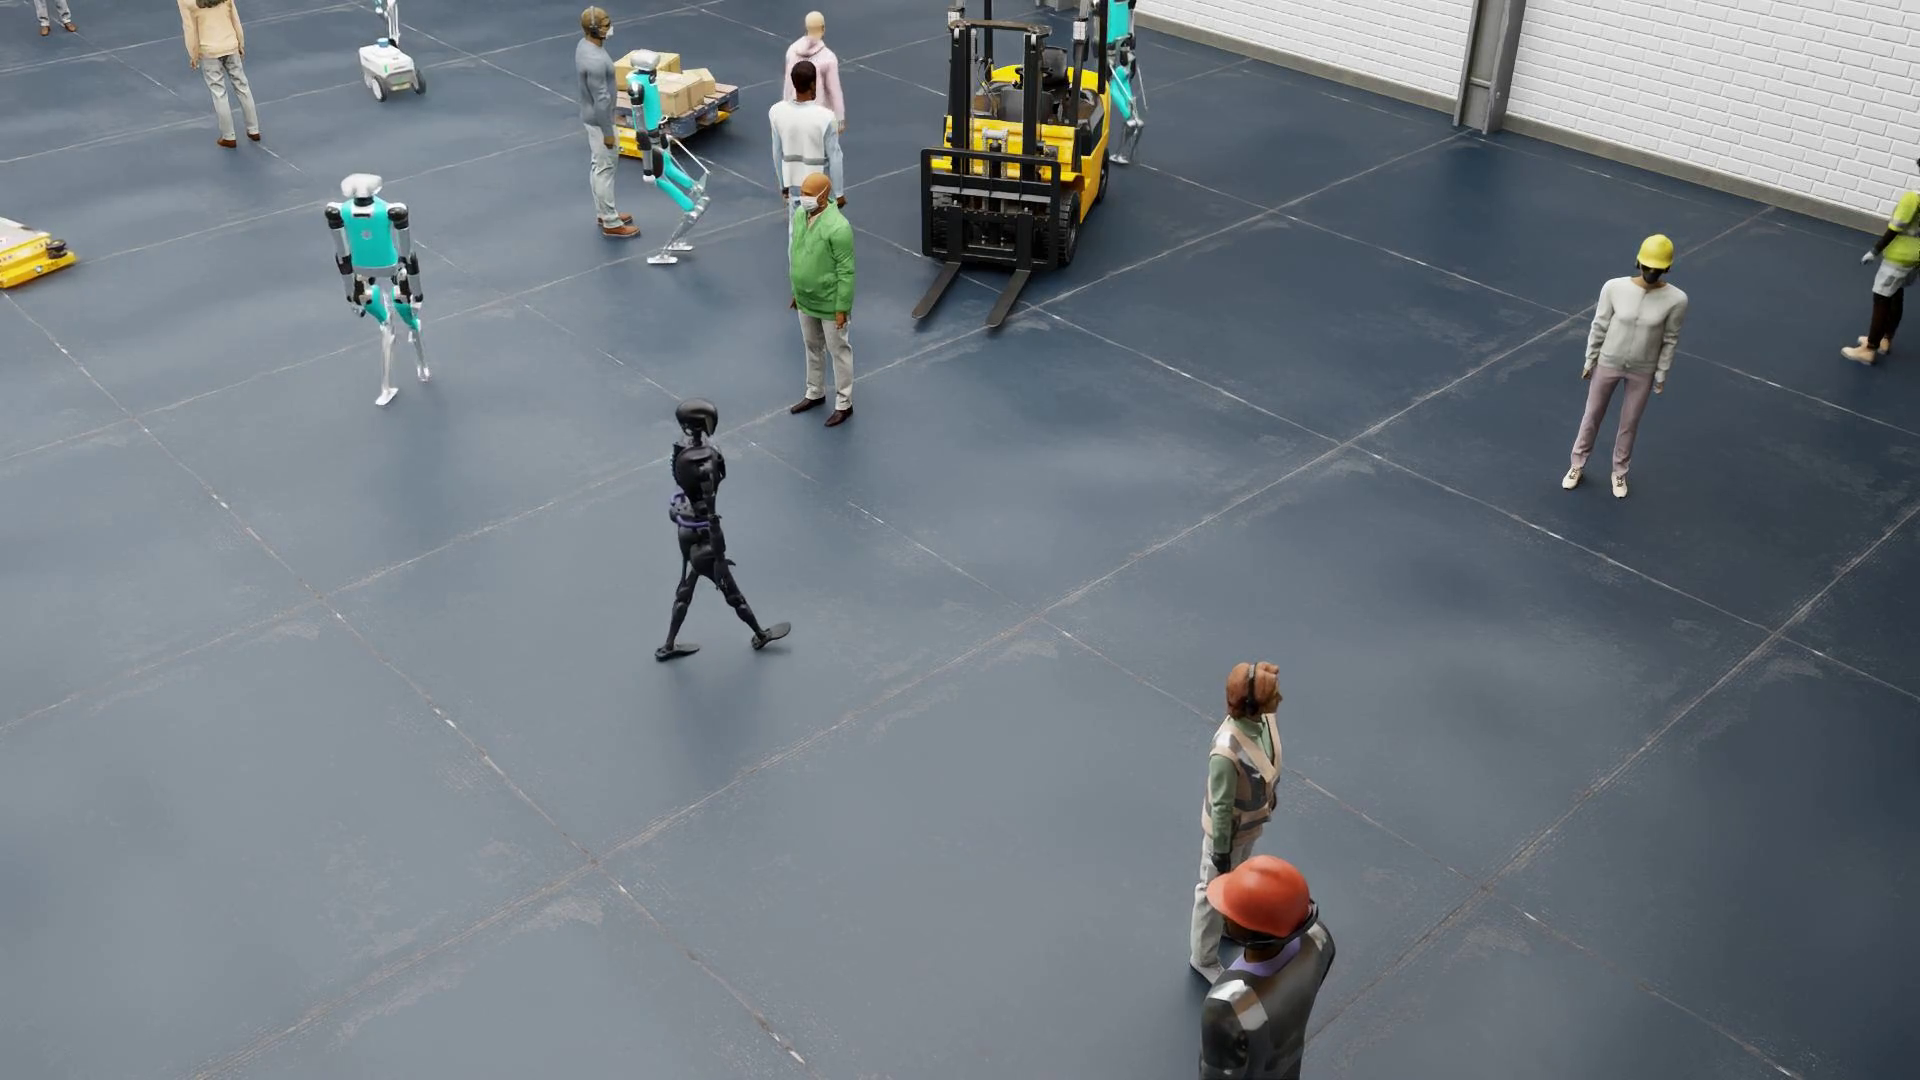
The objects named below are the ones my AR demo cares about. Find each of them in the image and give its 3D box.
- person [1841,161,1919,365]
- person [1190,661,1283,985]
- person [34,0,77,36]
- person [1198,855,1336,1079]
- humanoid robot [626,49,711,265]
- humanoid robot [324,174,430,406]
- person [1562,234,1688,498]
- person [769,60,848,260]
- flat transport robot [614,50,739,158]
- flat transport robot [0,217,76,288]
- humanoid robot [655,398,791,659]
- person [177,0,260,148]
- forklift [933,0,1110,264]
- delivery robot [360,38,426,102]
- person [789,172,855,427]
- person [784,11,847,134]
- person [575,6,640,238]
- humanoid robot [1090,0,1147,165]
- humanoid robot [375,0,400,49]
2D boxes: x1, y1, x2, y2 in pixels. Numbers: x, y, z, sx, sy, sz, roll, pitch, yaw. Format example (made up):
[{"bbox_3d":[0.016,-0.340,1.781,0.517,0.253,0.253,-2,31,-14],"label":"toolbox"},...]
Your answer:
[{"bbox_3d":[6.826,-2.076,12.059,0.544,1.694,0.361,-20,38,-28],"label":"person"},{"bbox_3d":[1.177,1.192,7.076,0.304,1.645,0.521,17,37,24],"label":"person"},{"bbox_3d":[-10.637,-6.697,19.196,0.456,1.651,0.339,-18,37,-25],"label":"person"},{"bbox_3d":[0.962,1.854,5.696,0.363,2.048,0.607,27,42,35],"label":"person"},{"bbox_3d":[-2.303,-3.106,13.559,0.676,1.755,0.545,2,33,4],"label":"humanoid robot"},{"bbox_3d":[-3.956,-1.764,11.605,0.545,1.831,0.853,-2,33,-3],"label":"humanoid robot"},{"bbox_3d":[4.199,-1.093,10.478,0.521,1.771,0.303,11,35,17],"label":"person"},{"bbox_3d":[-1.169,-2.753,12.893,0.592,1.919,0.392,14,36,20],"label":"person"},{"bbox_3d":[-2.950,-4.131,16.523,0.659,0.231,1.431,15,36,21],"label":"flat transport robot"},{"bbox_3d":[-8.156,-2.447,13.934,1.431,0.231,0.659,19,37,26],"label":"flat transport robot"},{"bbox_3d":[-1.354,-0.072,9.028,0.758,1.628,0.604,-12,35,-18],"label":"humanoid robot"},{"bbox_3d":[-7.109,-4.701,15.928,0.408,1.877,0.554,28,42,36],"label":"person"},{"bbox_3d":[0.570,-3.725,14.138,1.214,2.155,2.313,9,34,13],"label":"forklift"},{"bbox_3d":[-6.036,-4.980,17.575,0.499,0.606,0.808,-23,40,-31],"label":"delivery robot"},{"bbox_3d":[-0.941,-1.642,11.310,0.538,1.784,0.383,25,40,33],"label":"person"},{"bbox_3d":[-1.276,-3.673,14.452,0.547,1.767,0.451,21,39,29],"label":"person"},{"bbox_3d":[-3.021,-3.537,14.081,0.378,1.939,0.628,-10,34,-14],"label":"person"},{"bbox_3d":[1.559,-4.252,15.465,0.540,1.895,0.709,-25,41,-33],"label":"humanoid robot"},{"bbox_3d":[-6.512,-6.395,18.683,0.543,1.782,0.924,-4,33,-6],"label":"humanoid robot"}]
